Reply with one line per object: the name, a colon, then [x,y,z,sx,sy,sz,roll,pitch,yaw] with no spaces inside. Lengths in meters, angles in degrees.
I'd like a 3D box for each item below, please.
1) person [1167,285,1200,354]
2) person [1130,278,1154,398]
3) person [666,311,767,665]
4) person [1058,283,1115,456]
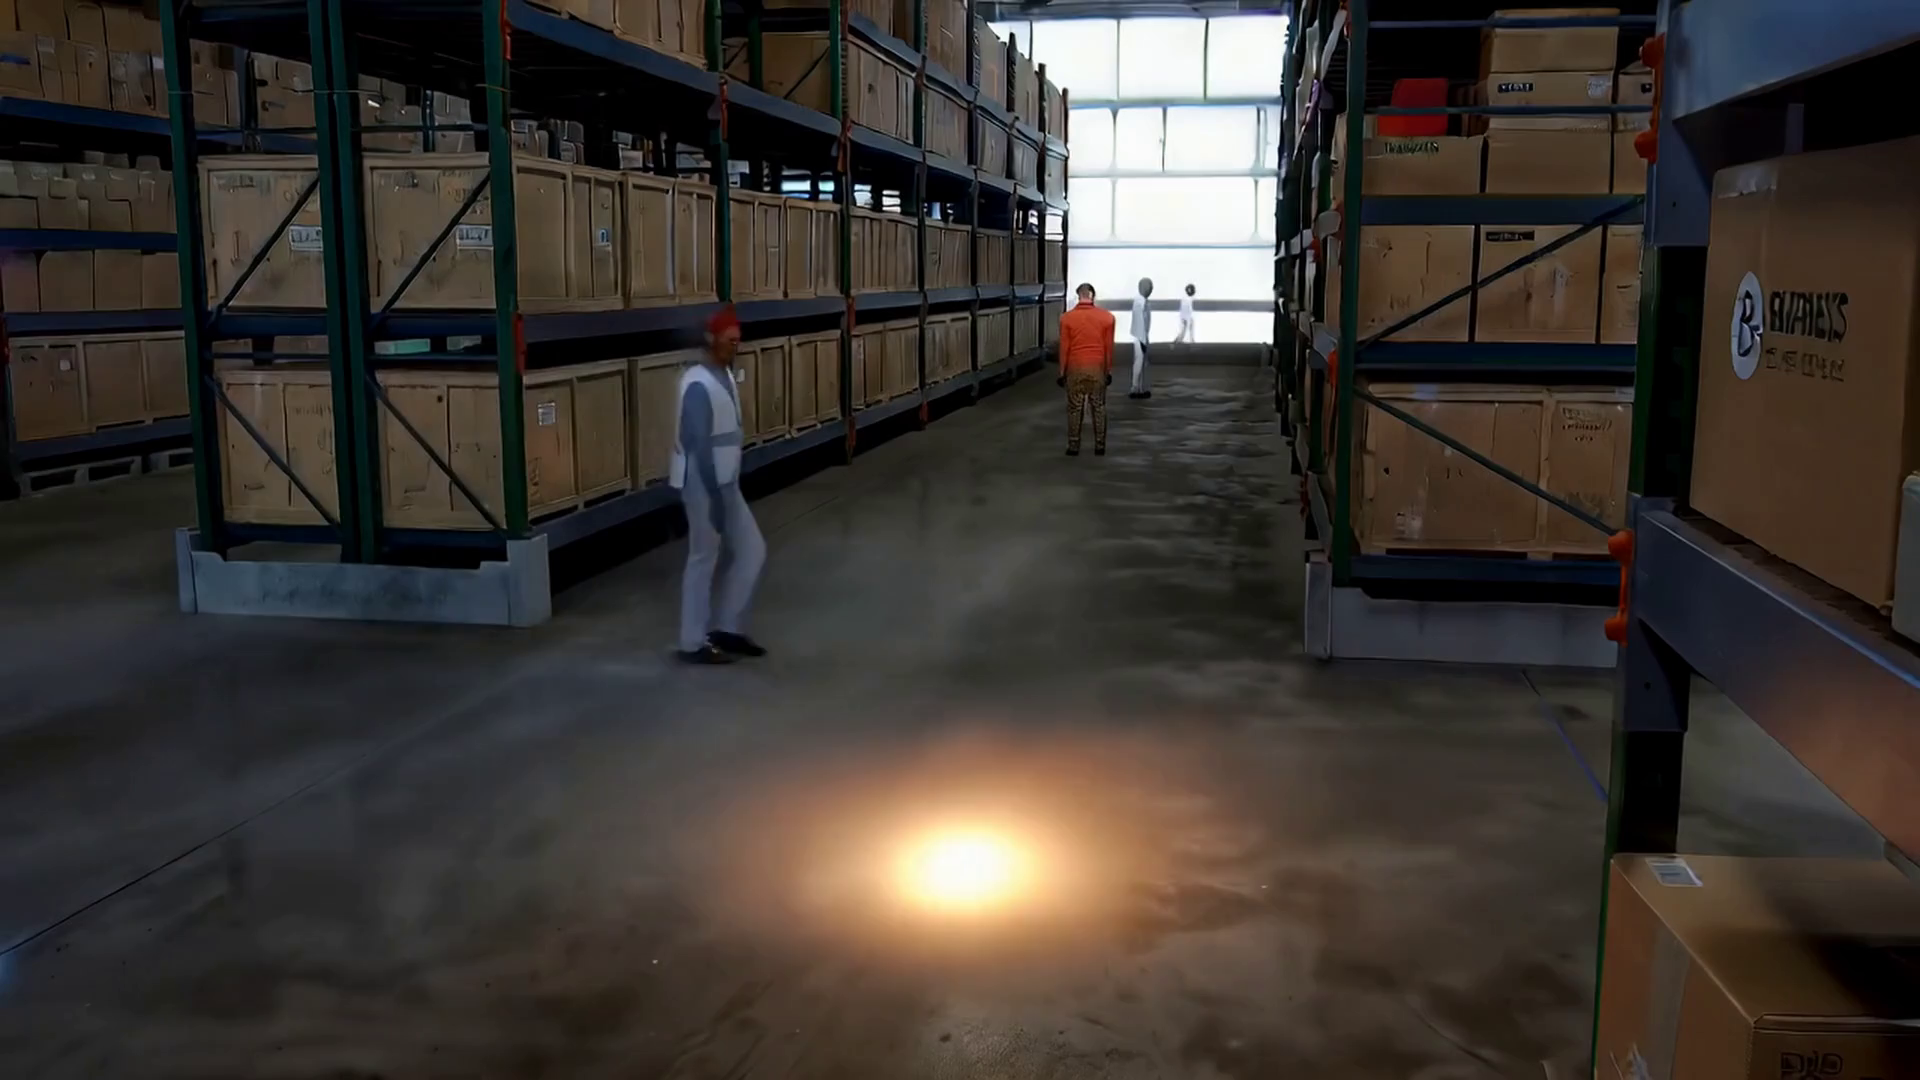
person: [5.532,-5.459,41.176,0.720,1.717,0.580,-2,9,-14]
person: [2.917,-3.239,26.738,0.363,1.932,0.632,2,9,10]
person: [-1.204,-0.253,8.502,0.578,1.821,0.614,1,9,6]
person: [1.375,-1.870,18.301,0.640,1.909,0.409,-2,9,-12]
